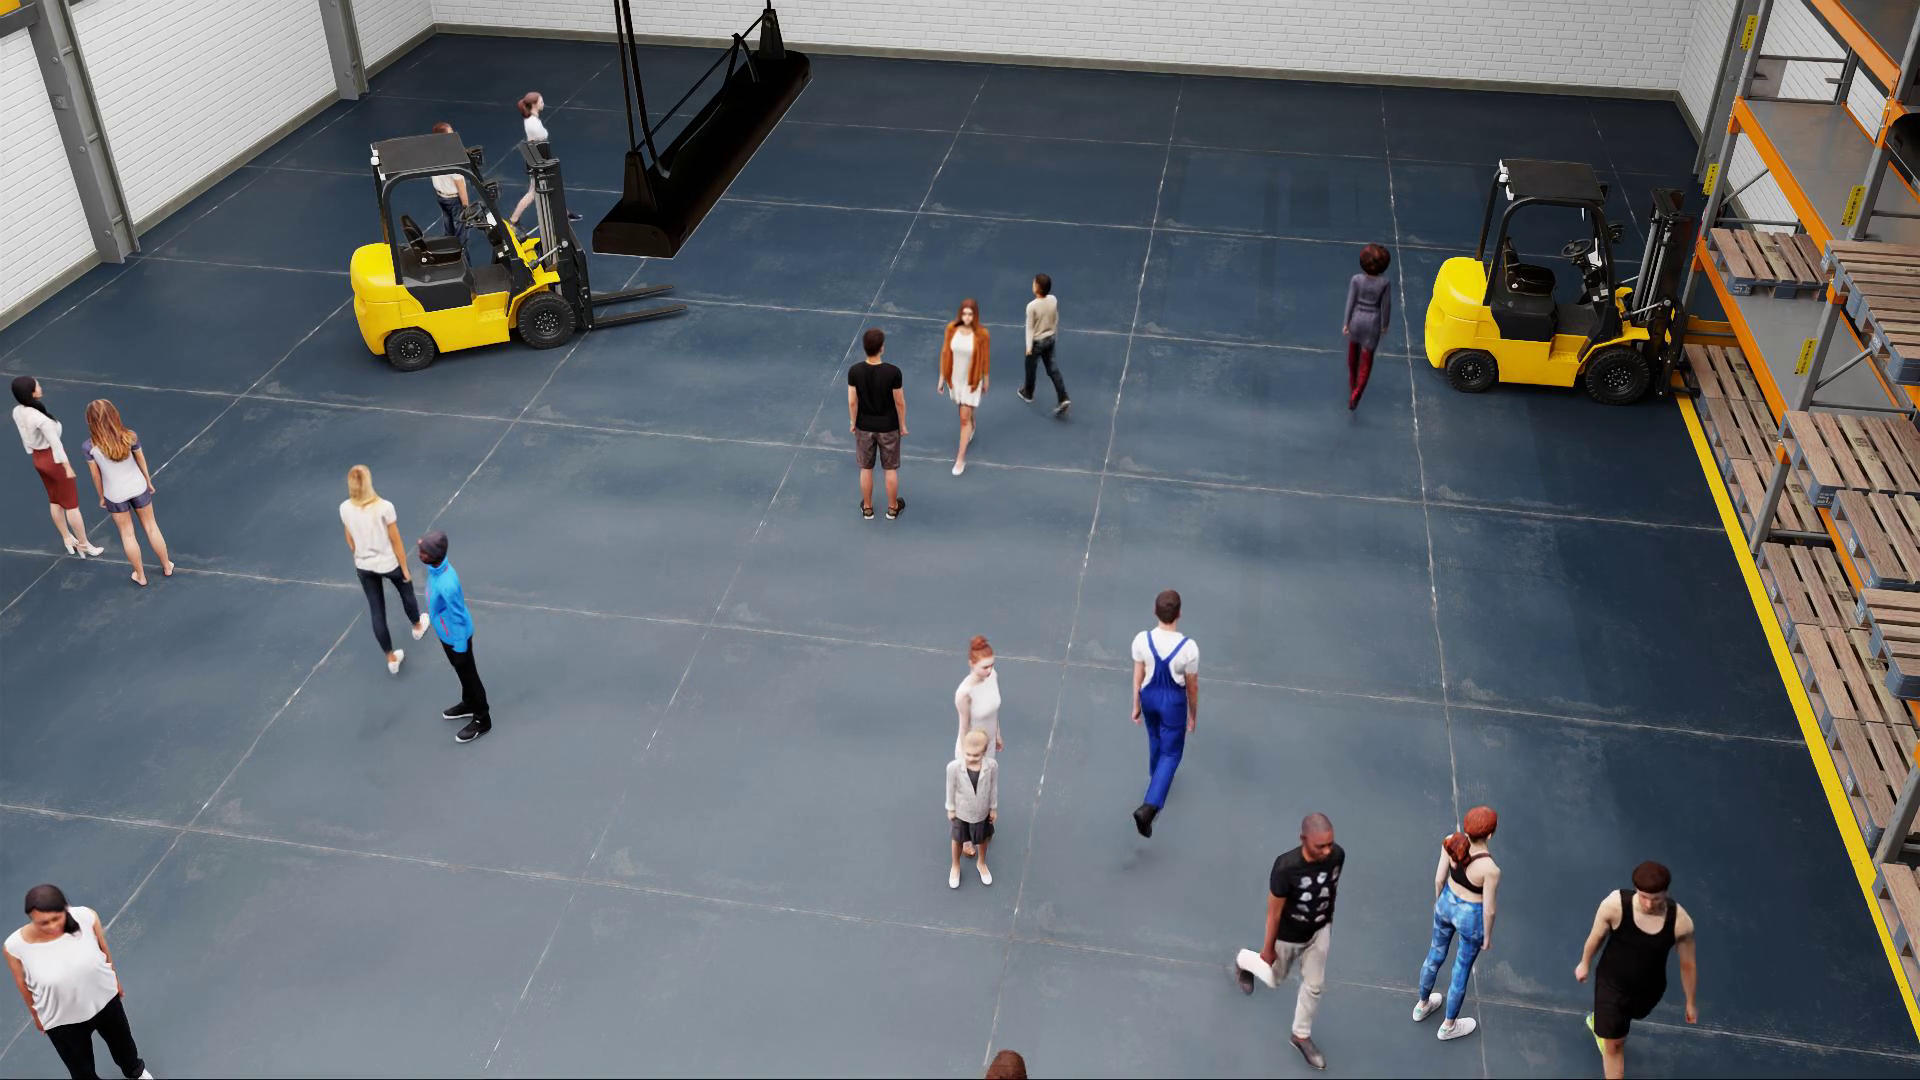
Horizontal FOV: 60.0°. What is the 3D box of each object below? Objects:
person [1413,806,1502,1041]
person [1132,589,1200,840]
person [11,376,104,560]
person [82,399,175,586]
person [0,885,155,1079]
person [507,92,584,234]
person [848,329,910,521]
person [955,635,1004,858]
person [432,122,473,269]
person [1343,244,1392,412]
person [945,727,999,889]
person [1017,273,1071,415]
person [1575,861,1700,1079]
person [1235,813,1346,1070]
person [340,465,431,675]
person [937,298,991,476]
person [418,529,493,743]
[{"bbox_3d":[2.992,2.276,9.943,0.750,1.785,0.692,-23,40,-30],"label":"person"},{"bbox_3d":[1.373,1.211,11.509,0.779,1.823,1.215,12,35,17],"label":"person"},{"bbox_3d":[-7.815,-0.624,14.337,0.661,1.750,0.631,19,38,26],"label":"person"},{"bbox_3d":[-7.030,-0.404,14.022,0.674,1.732,0.741,-23,40,-30],"label":"person"},{"bbox_3d":[-5.035,2.620,9.509,0.744,1.691,0.821,-25,41,-33],"label":"person"},{"bbox_3d":[-5.224,-4.558,20.294,1.086,1.707,1.176,-14,36,-20],"label":"person"},{"bbox_3d":[-0.746,-1.020,14.834,0.700,1.859,0.610,2,34,4],"label":"person"},{"bbox_3d":[0.104,1.391,11.259,0.693,1.801,0.562,23,40,30],"label":"person"},{"bbox_3d":[-5.863,-3.897,19.169,0.767,1.851,0.749,-28,43,-36],"label":"person"},{"bbox_3d":[4.029,-2.084,16.593,0.667,1.684,1.089,10,35,15],"label":"person"},{"bbox_3d":[0.078,1.779,11.149,0.566,1.277,0.590,-4,34,-5],"label":"person"},{"bbox_3d":[0.863,-1.941,16.596,0.947,1.443,1.021,-20,38,-27],"label":"person"},{"bbox_3d":[3.856,2.479,9.591,0.844,1.835,1.195,6,34,8],"label":"person"},{"bbox_3d":[1.982,2.278,9.944,1.033,1.779,1.200,-14,36,-20],"label":"person"},{"bbox_3d":[-4.538,0.273,12.954,0.750,1.788,0.978,-1,34,-1],"label":"person"},{"bbox_3d":[0.064,-1.559,15.812,0.761,1.674,1.157,12,36,18],"label":"person"},{"bbox_3d":[-3.732,0.684,12.330,0.759,1.792,0.683,-18,38,-25],"label":"person"}]
